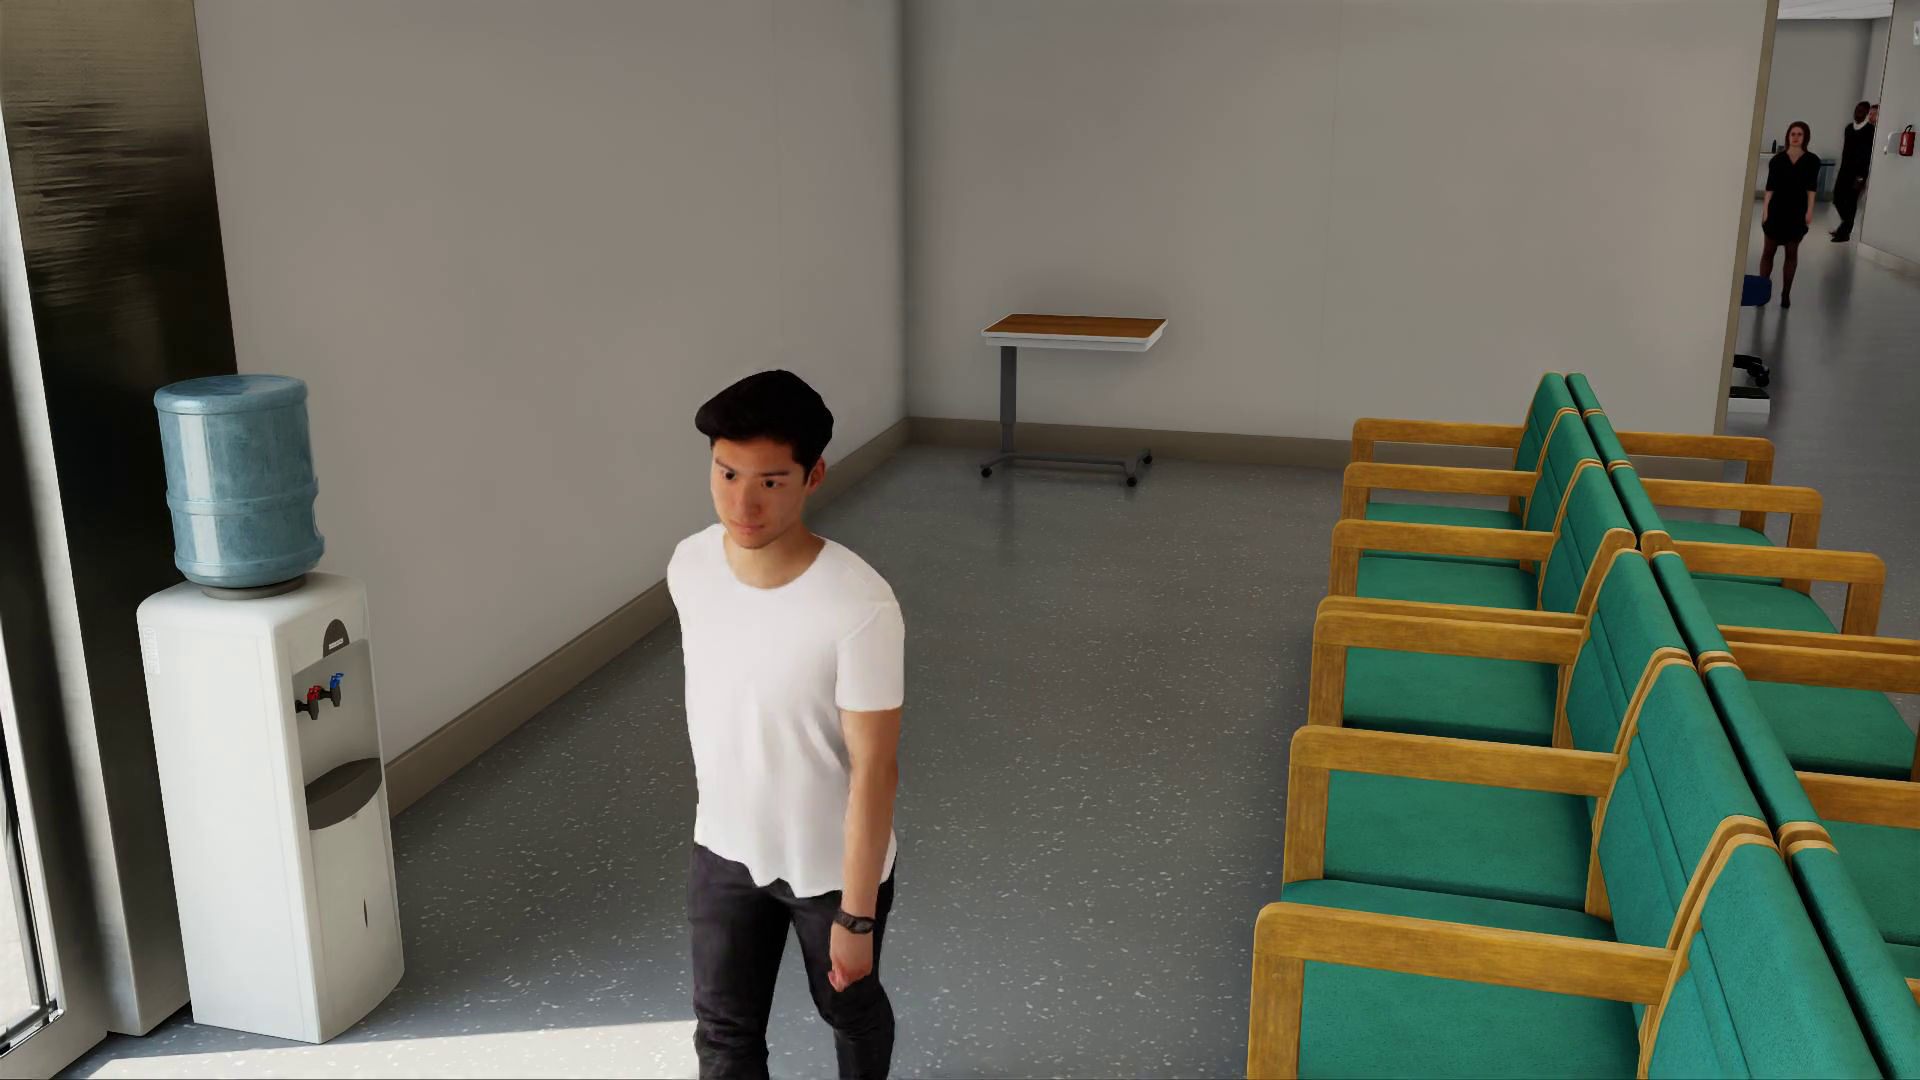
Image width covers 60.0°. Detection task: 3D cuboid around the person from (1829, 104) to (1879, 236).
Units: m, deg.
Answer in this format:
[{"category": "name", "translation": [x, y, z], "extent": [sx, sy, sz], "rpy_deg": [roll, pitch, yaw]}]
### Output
[{"category": "person", "translation": [12.148, -4.880, 22.049], "extent": [1.106, 1.709, 0.793], "rpy_deg": [1, 16, 5]}]

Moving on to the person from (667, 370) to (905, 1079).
[{"category": "person", "translation": [-0.267, 0.504, 2.972], "extent": [0.922, 1.667, 0.813], "rpy_deg": [10, 19, 33]}]

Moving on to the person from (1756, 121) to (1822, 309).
[{"category": "person", "translation": [7.711, -3.033, 15.508], "extent": [0.503, 1.704, 0.686], "rpy_deg": [8, 18, 26]}]

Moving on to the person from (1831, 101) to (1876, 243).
[{"category": "person", "translation": [11.470, -4.659, 21.168], "extent": [0.981, 1.762, 0.919], "rpy_deg": [-7, 17, -22]}]
